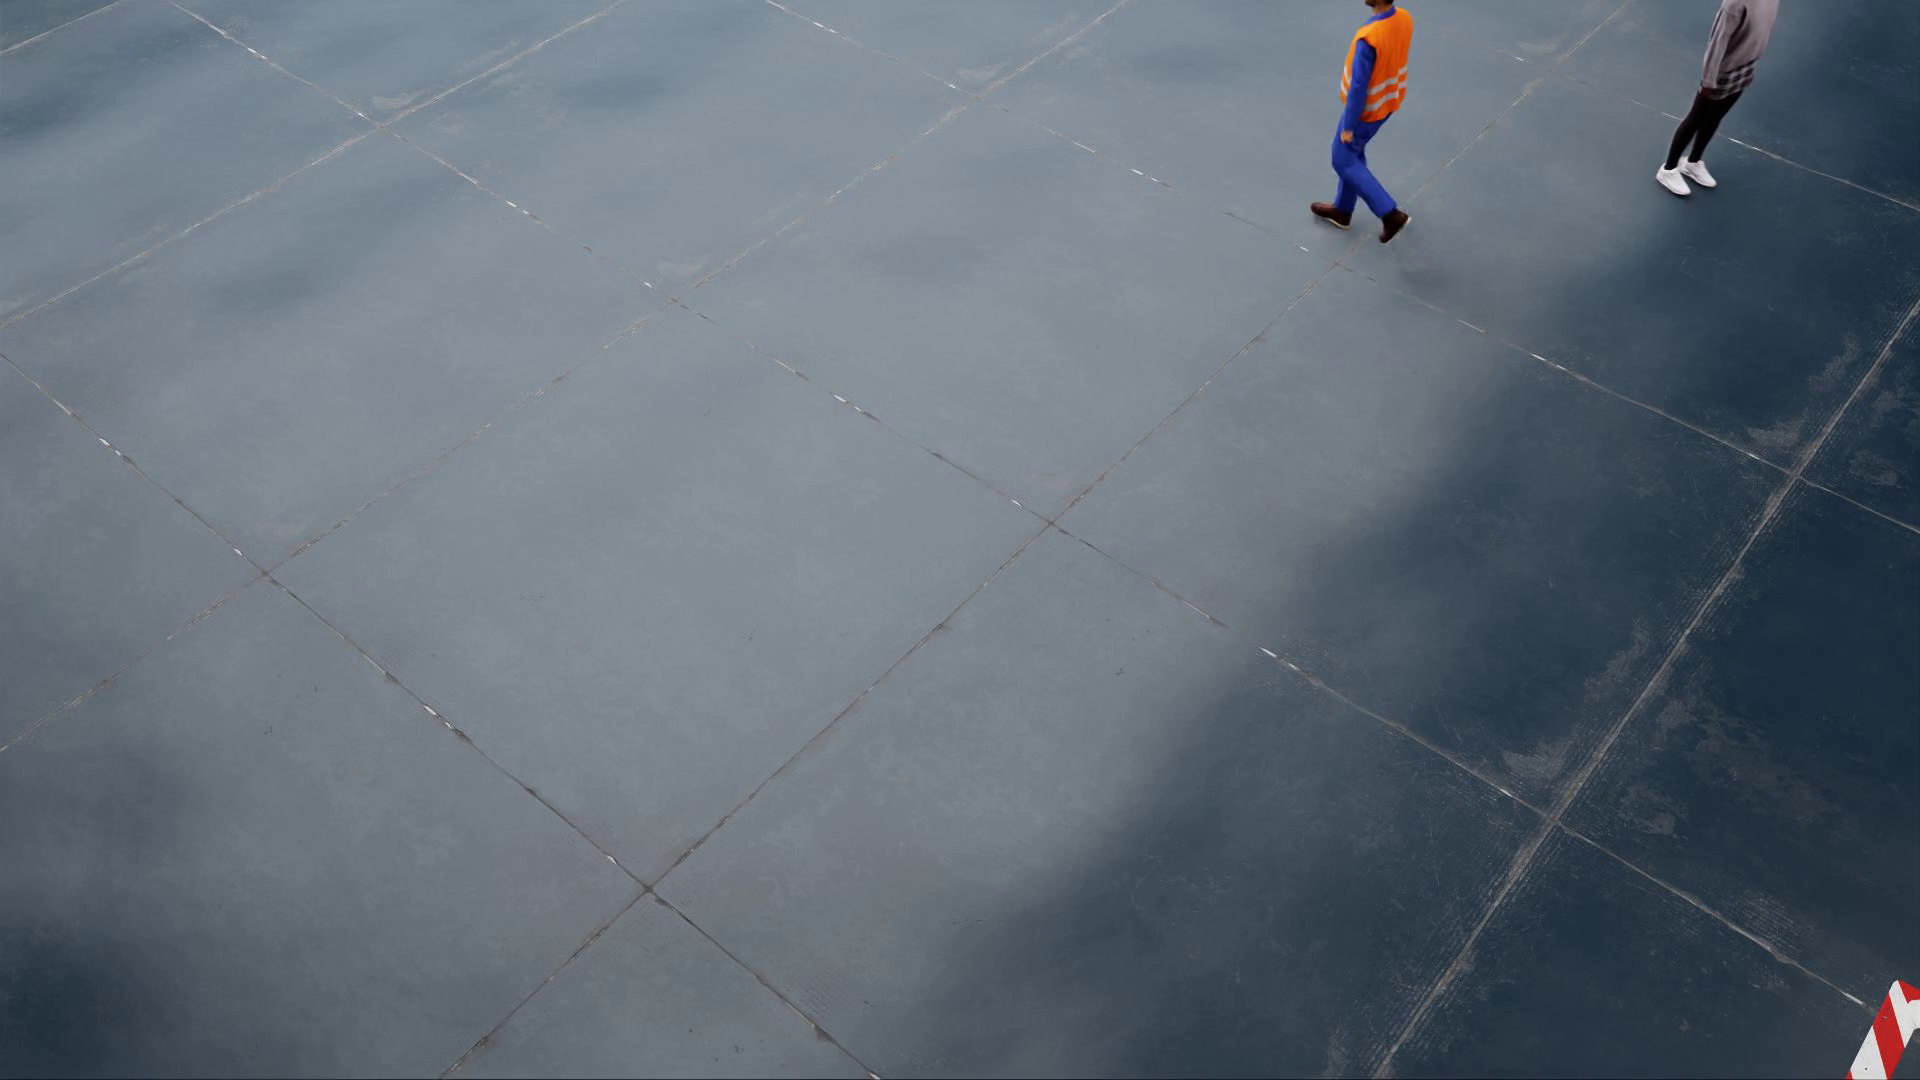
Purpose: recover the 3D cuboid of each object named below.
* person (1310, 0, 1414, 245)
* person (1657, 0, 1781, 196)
[{"bbox_3d":[2.583,-2.605,10.219,0.957,1.841,0.712,34,56,27],"label":"person"},{"bbox_3d":[4.922,-3.051,10.680,0.671,1.770,0.642,-24,52,-21],"label":"person"}]
